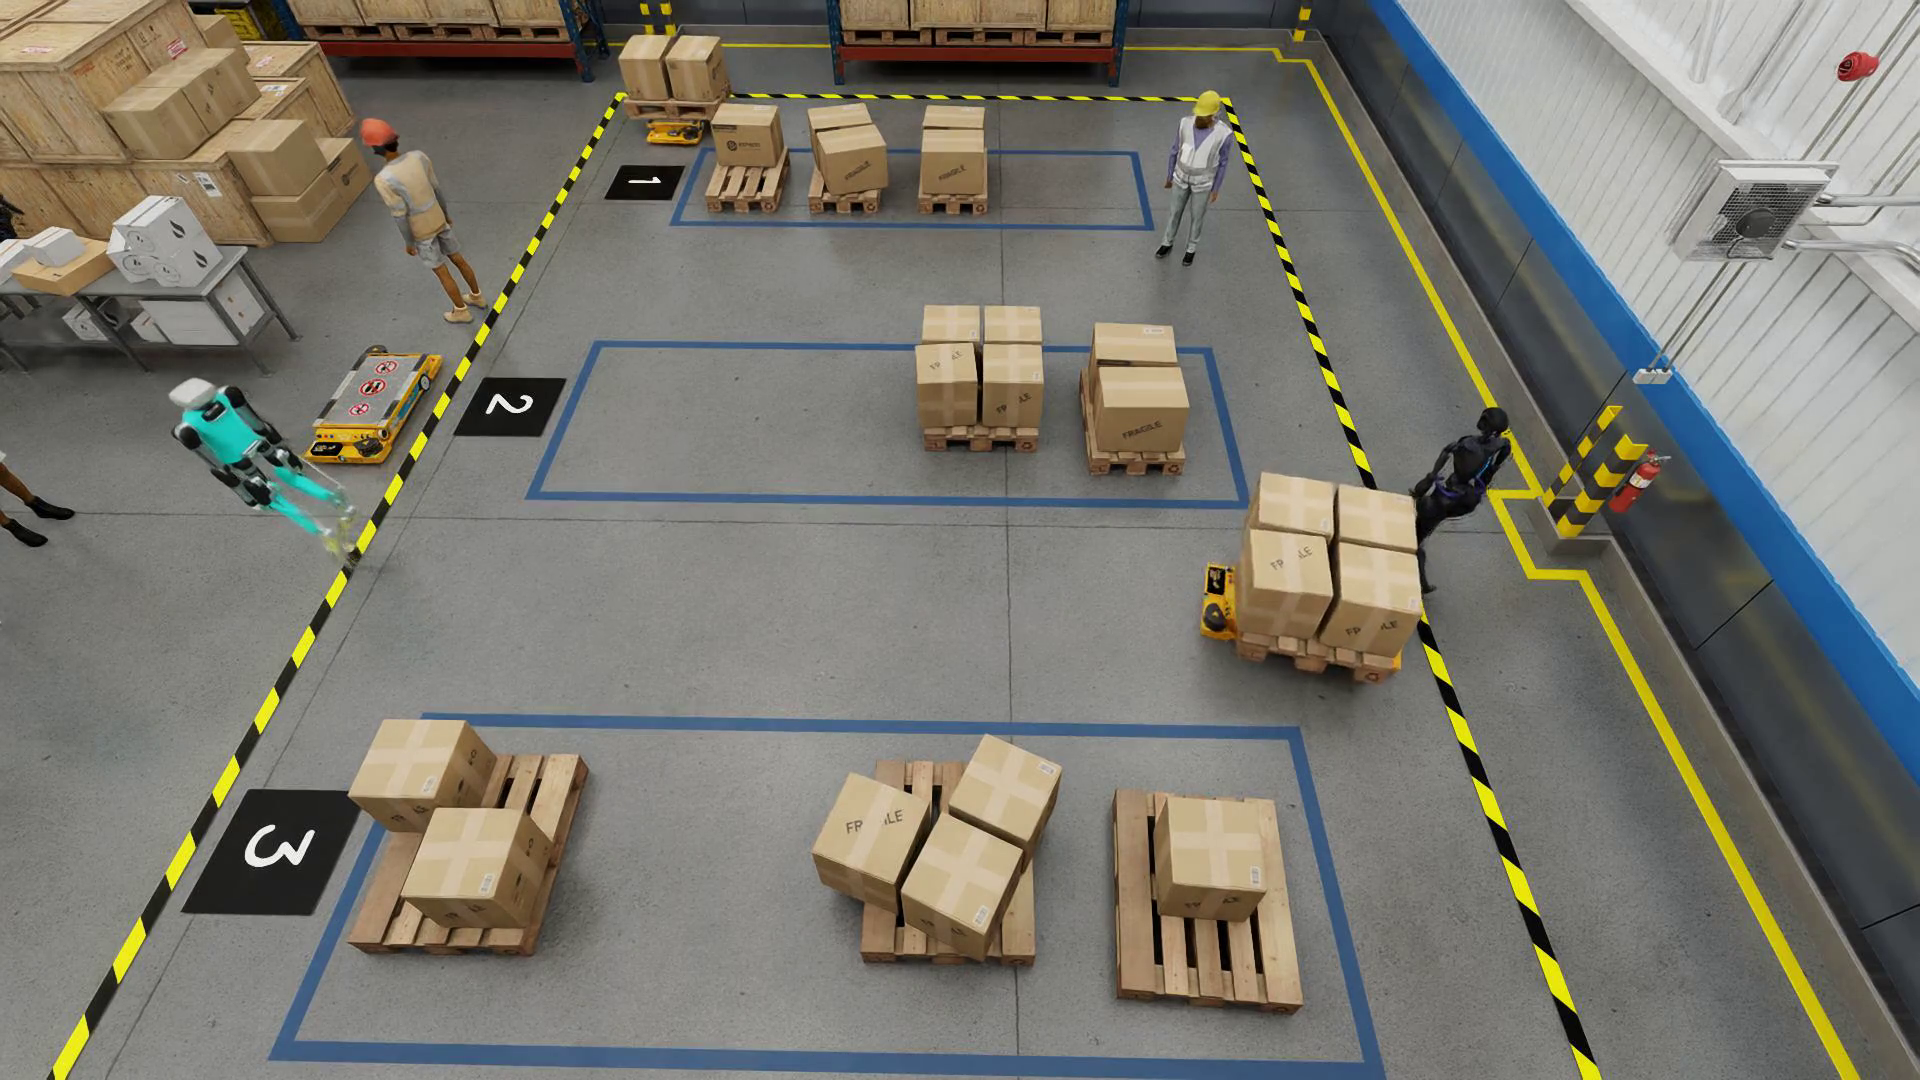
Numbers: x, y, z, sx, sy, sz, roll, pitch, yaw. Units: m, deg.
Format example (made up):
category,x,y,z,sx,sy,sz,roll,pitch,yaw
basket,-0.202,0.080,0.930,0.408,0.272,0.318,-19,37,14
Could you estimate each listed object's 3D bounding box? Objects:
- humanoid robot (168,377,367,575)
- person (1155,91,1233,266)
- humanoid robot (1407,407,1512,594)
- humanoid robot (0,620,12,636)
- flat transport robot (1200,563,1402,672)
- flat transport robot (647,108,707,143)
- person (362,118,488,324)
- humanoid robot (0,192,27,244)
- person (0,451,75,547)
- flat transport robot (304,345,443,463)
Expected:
category,x,y,z,sx,sy,sz,roll,pitch,yaw
humanoid robot,-4.916,-0.378,6.799,0.762,1.896,0.543,10,51,9
person,2.417,-3.729,9.499,0.599,1.827,0.404,24,54,19
humanoid robot,3.606,-0.277,6.699,0.590,1.647,0.693,-6,50,-5
humanoid robot,-7.225,0.296,6.231,0.550,1.898,0.734,-32,57,-24
flat transport robot,2.565,0.540,6.892,1.431,0.197,0.652,10,51,9
flat transport robot,-3.675,-5.692,12.166,0.652,0.197,1.431,1,50,1
person,-5.105,-3.003,8.745,0.365,2.047,0.606,14,51,12
humanoid robot,-9.695,-3.279,9.228,0.625,1.639,0.593,-9,50,-7
person,-7.598,-0.734,6.902,0.369,1.928,0.542,7,50,6
flat transport robot,-5.383,-1.269,8.441,0.659,0.231,1.431,1,50,1
